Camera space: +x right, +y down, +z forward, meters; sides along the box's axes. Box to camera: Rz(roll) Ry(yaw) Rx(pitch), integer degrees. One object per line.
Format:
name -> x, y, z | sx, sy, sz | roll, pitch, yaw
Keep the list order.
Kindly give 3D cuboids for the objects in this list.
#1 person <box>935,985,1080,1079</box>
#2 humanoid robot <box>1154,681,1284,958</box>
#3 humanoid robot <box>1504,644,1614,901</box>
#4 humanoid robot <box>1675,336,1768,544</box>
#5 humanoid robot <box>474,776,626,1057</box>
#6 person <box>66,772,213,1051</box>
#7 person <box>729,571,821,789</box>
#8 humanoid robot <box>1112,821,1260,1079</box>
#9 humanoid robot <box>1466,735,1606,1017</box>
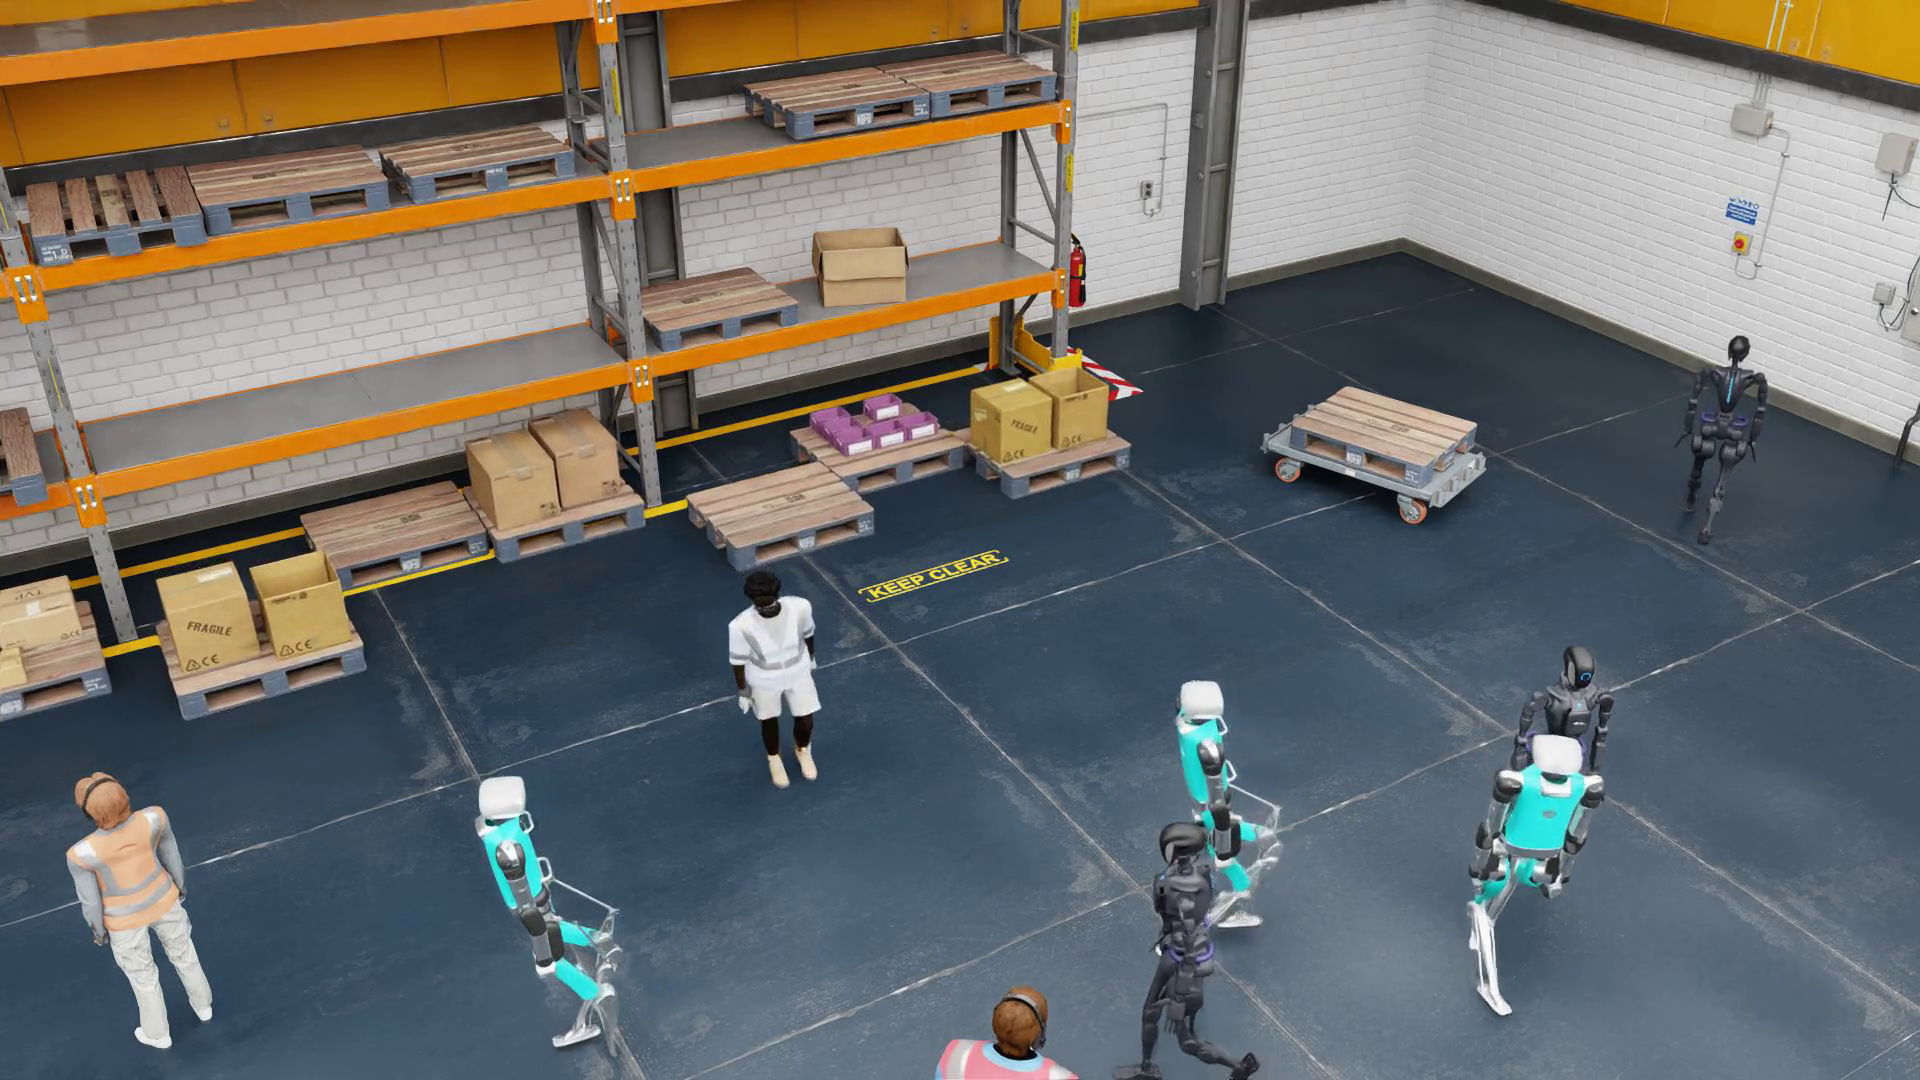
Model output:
person -> 0.213, 2.565, 6.852 | 0.629, 1.836, 0.431 | 10, 31, 17
humanoid robot -> 1.484, 1.493, 8.838 | 0.908, 1.743, 0.534 | -5, 30, -9
humanoid robot -> 3.304, 1.288, 9.248 | 0.599, 1.657, 0.315 | -5, 30, -8
humanoid robot -> 5.982, -0.844, 13.077 | 0.602, 1.624, 0.774 | 13, 32, 22
humanoid robot -> -1.904, 1.912, 8.215 | 0.747, 1.898, 0.540 | -12, 32, -20
person -> -4.089, 1.848, 8.305 | 0.306, 1.643, 0.513 | 21, 35, 32
person -> -1.115, 0.844, 10.063 | 0.559, 1.653, 0.493 | -10, 31, -17
humanoid robot -> 1.128, 2.012, 8.007 | 0.673, 1.630, 0.616 | 0, 29, -1
humanoid robot -> 2.883, 1.579, 8.717 | 0.542, 1.737, 0.961 | 1, 29, 2
